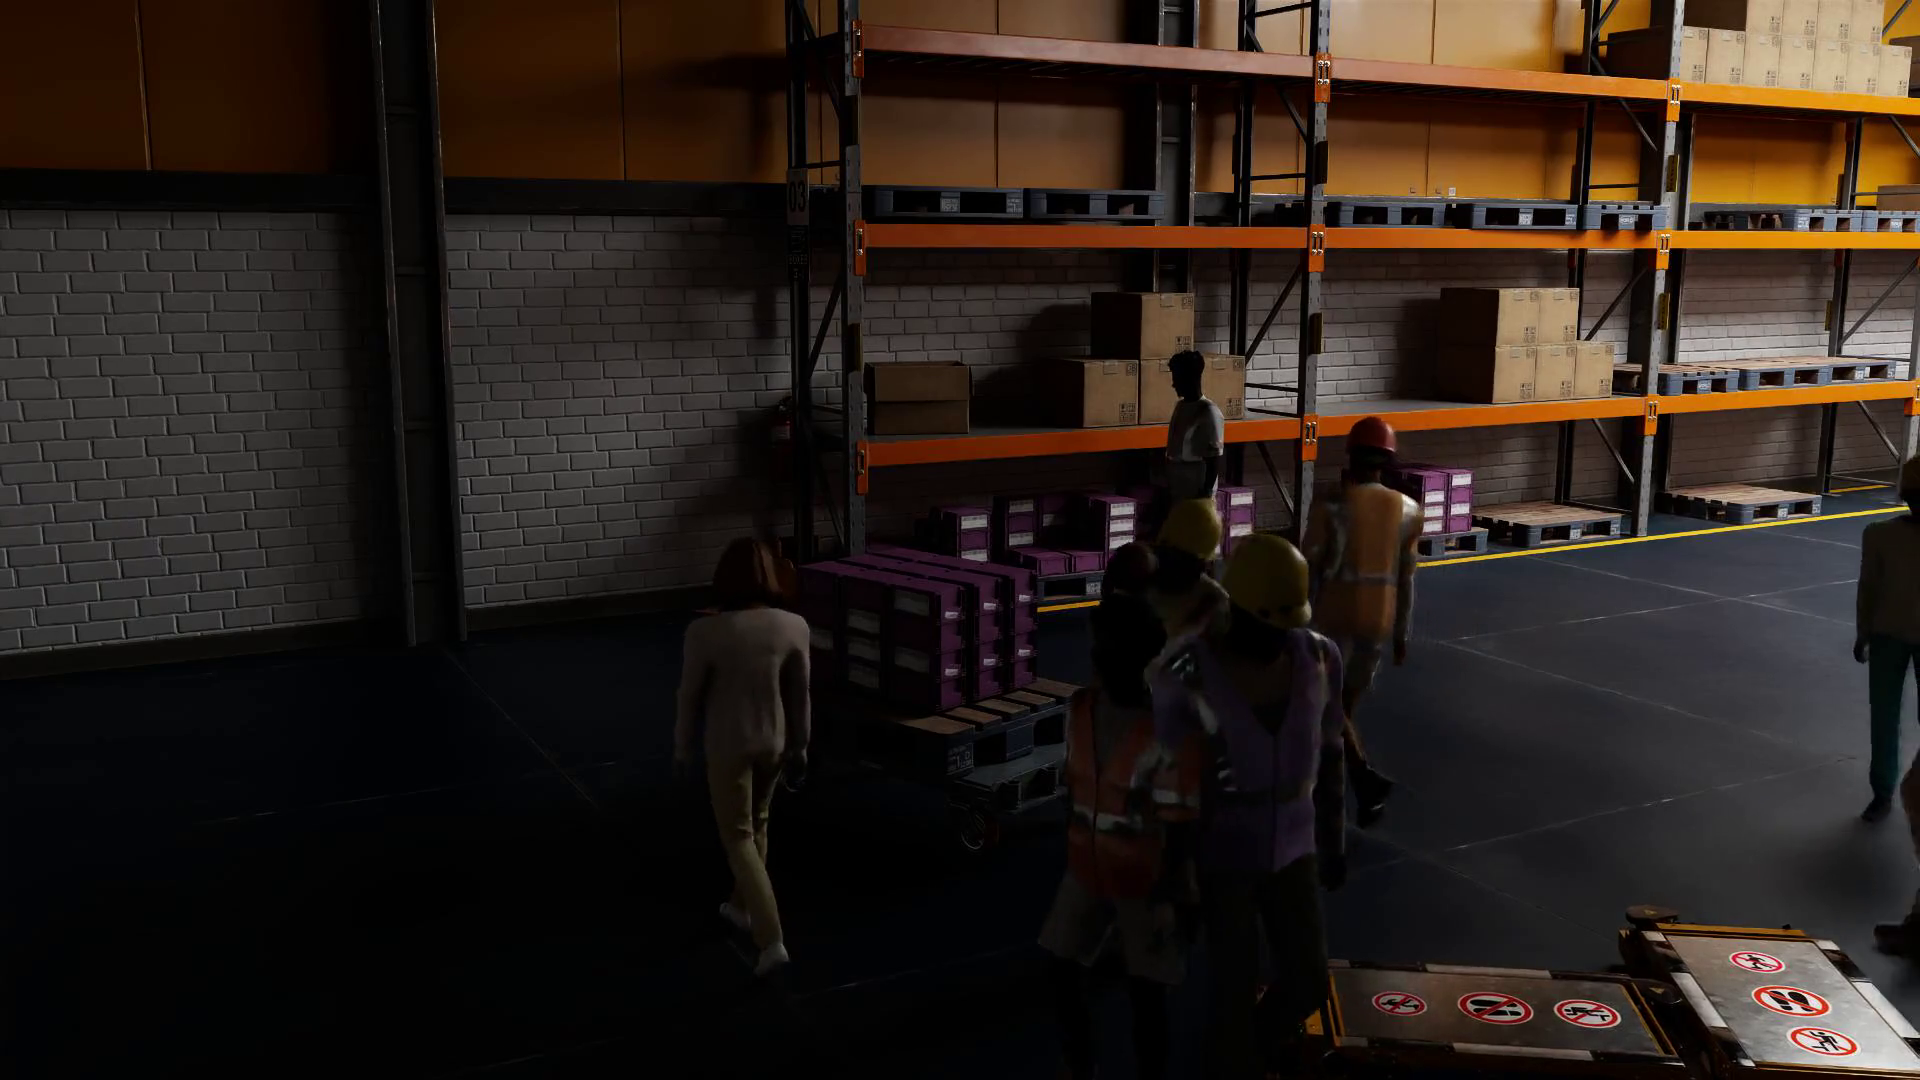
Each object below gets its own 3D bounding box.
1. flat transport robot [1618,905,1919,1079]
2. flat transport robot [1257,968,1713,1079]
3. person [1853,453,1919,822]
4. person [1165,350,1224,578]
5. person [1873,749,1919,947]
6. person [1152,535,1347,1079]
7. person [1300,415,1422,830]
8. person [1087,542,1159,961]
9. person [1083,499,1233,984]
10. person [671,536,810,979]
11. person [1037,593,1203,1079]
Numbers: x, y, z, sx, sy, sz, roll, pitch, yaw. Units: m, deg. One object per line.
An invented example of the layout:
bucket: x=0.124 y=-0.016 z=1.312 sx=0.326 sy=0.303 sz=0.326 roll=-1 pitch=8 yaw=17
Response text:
flat transport robot: x=2.694 y=1.572 z=5.484 sx=0.652 sy=0.197 sz=1.431 roll=1 pitch=10 yaw=7
flat transport robot: x=1.635 y=1.594 z=5.354 sx=1.431 sy=0.197 sz=0.652 roll=1 pitch=10 yaw=7
person: x=4.502 y=0.437 z=7.790 sx=0.531 sy=1.749 sz=0.620 roll=9 pitch=13 yaw=41
person: x=1.624 y=-0.363 z=11.770 sx=0.381 sy=1.958 sz=0.602 roll=-3 pitch=10 yaw=-18
person: x=3.750 y=0.623 z=6.106 sx=0.709 sy=1.947 sz=0.707 roll=1 pitch=10 yaw=3
person: x=0.842 y=0.896 z=4.719 sx=0.641 sy=1.883 sz=0.497 roll=-3 pitch=10 yaw=-17
person: x=1.851 y=0.389 z=7.653 sx=0.605 sy=1.893 sz=0.774 roll=-2 pitch=10 yaw=-9
person: x=0.676 y=0.789 z=6.203 sx=0.506 sy=1.593 sz=0.861 roll=7 pitch=12 yaw=36
person: x=0.730 y=0.721 z=6.023 sx=0.580 sy=1.786 sz=0.611 roll=-5 pitch=11 yaw=-27
person: x=-0.774 y=0.783 z=6.185 sx=0.498 sy=1.602 sz=0.809 roll=-7 pitch=12 yaw=-33
person: x=0.451 y=0.984 z=4.773 sx=0.546 sy=1.684 sz=0.443 roll=9 pitch=14 yaw=43
